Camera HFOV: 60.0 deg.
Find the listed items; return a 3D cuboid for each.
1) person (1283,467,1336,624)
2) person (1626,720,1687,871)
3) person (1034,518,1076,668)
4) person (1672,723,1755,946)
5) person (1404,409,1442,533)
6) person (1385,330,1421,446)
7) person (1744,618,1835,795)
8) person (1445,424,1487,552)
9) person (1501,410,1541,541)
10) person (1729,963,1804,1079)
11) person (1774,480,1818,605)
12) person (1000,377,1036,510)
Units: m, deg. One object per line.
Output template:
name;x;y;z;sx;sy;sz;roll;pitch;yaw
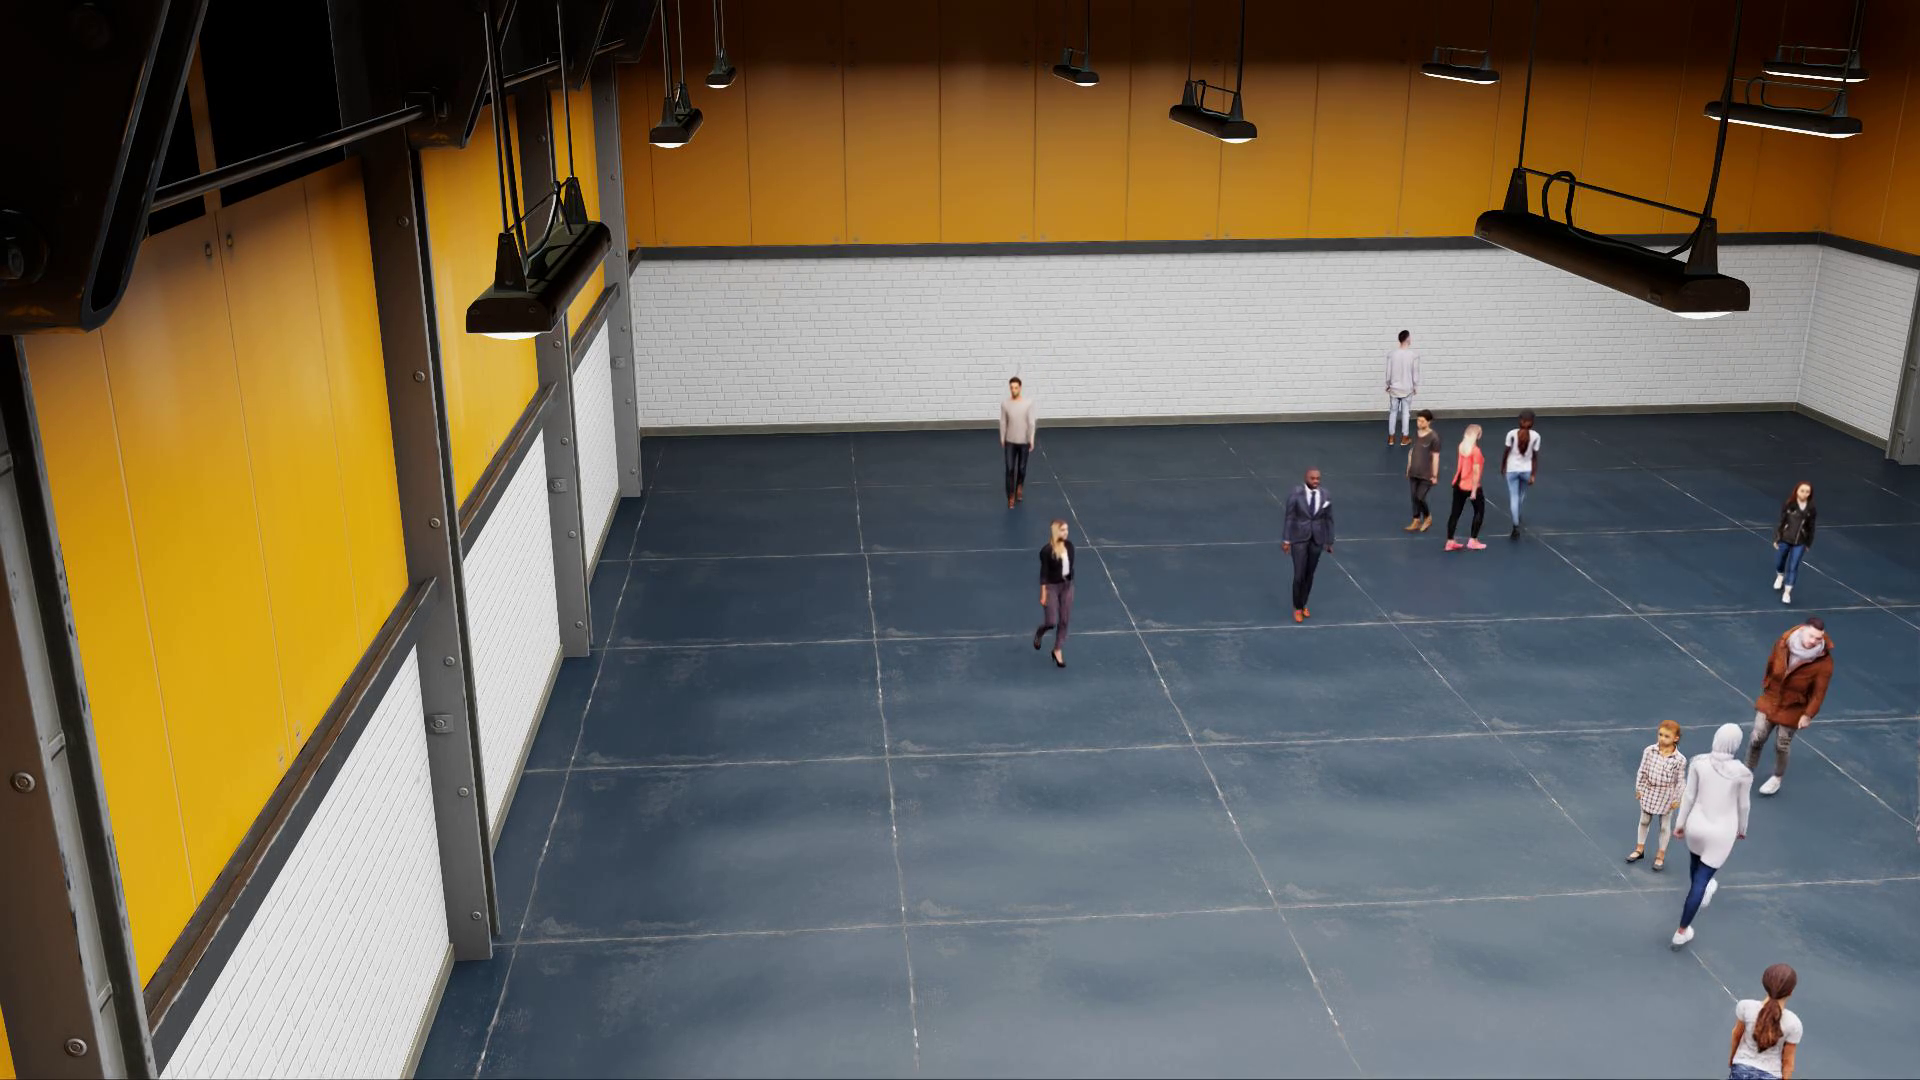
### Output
person;3.997;-0.002;19.282;0.719;1.808;0.748;-2;19;-6
person;5.822;2.093;13.836;0.621;1.313;0.681;15;24;37
person;0.988;0.554;17.859;0.784;1.662;0.868;-12;22;-32
person;5.668;2.274;12.644;1.126;1.731;1.139;17;25;41
person;6.233;-0.927;22.200;0.802;1.699;0.696;-10;21;-27
person;7.022;-2.428;26.438;0.769;1.839;0.772;9;21;26
person;7.397;1.478;14.927;1.020;1.783;0.952;-12;22;-31
person;6.441;-0.657;21.437;0.807;1.675;0.775;-8;20;-23
person;7.389;-0.831;21.958;0.740;1.671;1.182;2;19;6
person;4.767;3.278;9.983;0.939;1.527;1.033;13;23;34
person;9.936;-0.014;19.848;0.856;1.470;0.971;10;21;28
person;0.825;-1.381;23.367;0.740;1.816;1.196;0;19;1
